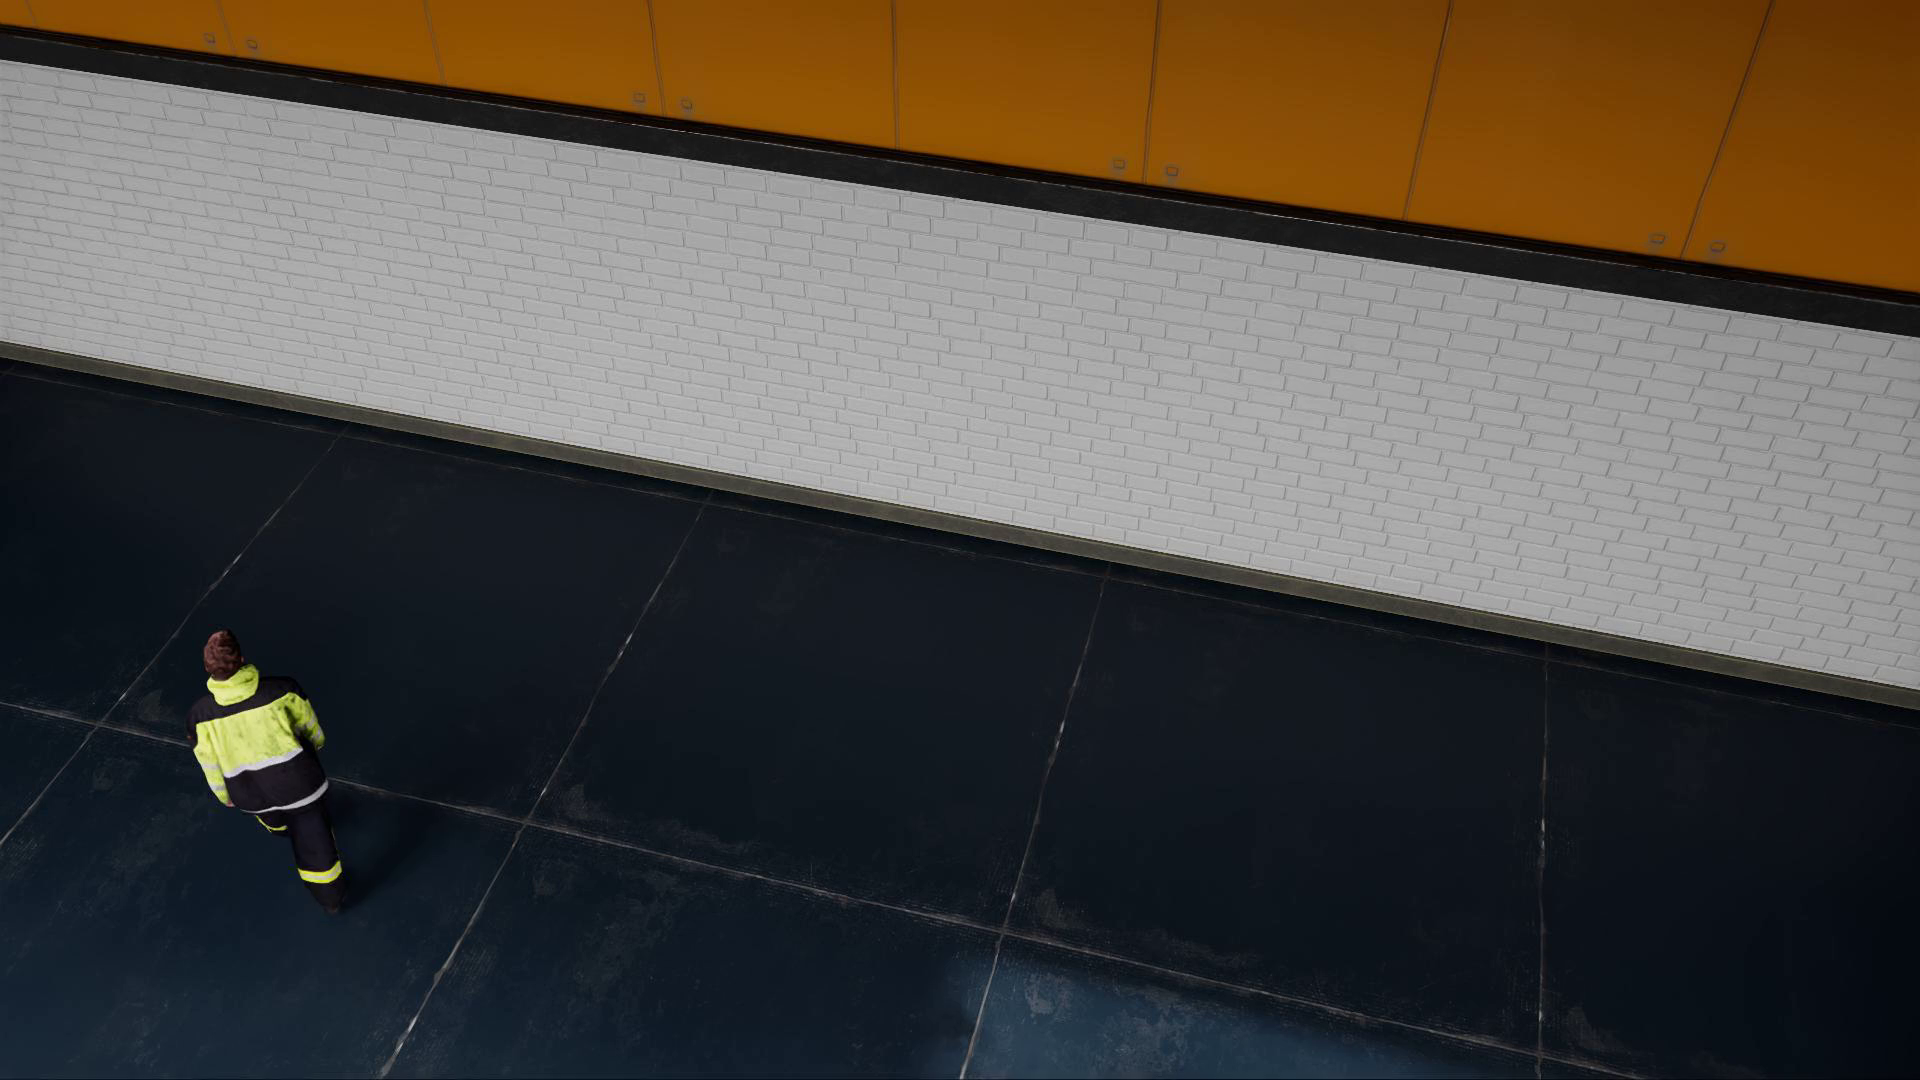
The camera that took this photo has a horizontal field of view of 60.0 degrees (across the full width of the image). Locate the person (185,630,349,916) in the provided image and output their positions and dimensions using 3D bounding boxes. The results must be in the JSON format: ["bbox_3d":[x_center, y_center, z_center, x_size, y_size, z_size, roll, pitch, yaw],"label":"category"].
[{"bbox_3d":[-3.766,1.340,9.146,1.227,1.933,1.330,-18,47,-18],"label":"person"}]
